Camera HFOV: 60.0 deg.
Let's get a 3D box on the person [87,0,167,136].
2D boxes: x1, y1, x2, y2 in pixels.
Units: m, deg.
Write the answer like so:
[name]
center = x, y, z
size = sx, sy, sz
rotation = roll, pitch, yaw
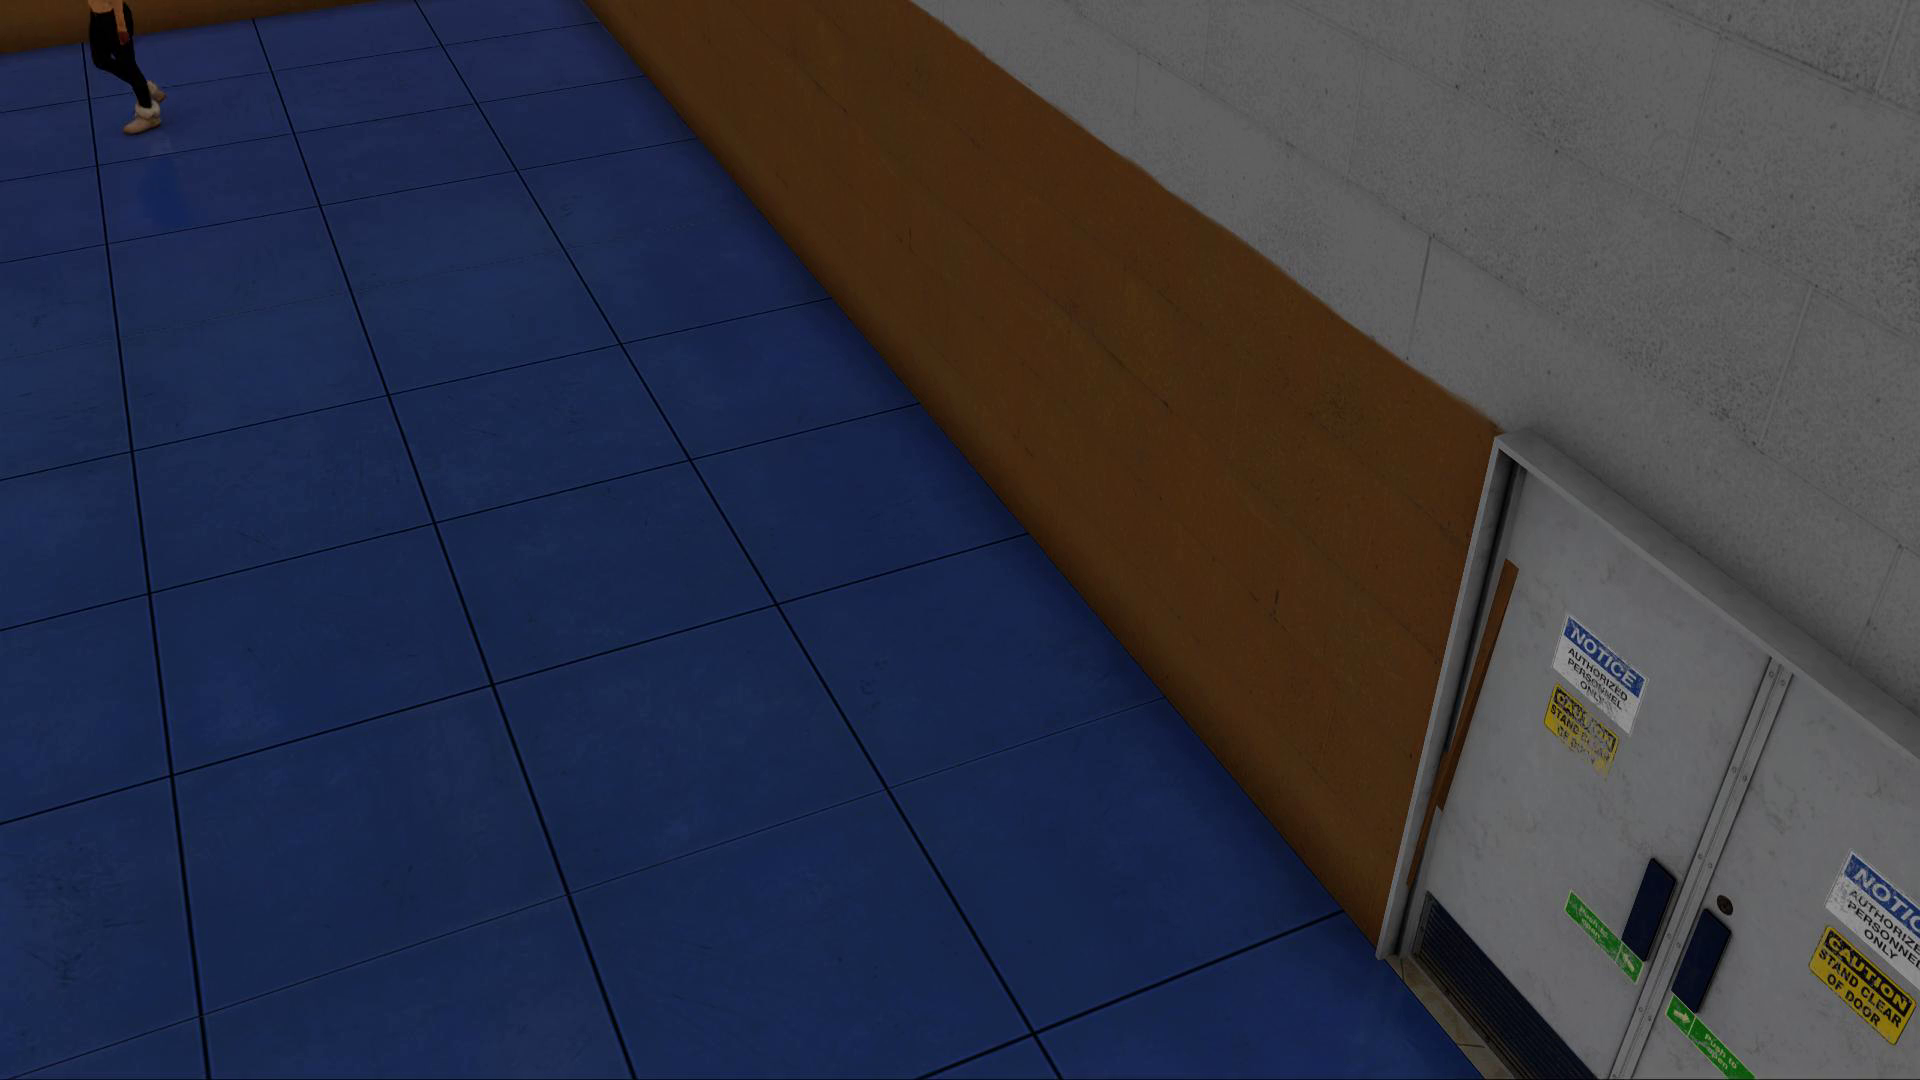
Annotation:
[person]
center = -5.953, -3.727, 11.811
size = 0.720, 1.651, 0.749
rotation = 31, 47, 34
